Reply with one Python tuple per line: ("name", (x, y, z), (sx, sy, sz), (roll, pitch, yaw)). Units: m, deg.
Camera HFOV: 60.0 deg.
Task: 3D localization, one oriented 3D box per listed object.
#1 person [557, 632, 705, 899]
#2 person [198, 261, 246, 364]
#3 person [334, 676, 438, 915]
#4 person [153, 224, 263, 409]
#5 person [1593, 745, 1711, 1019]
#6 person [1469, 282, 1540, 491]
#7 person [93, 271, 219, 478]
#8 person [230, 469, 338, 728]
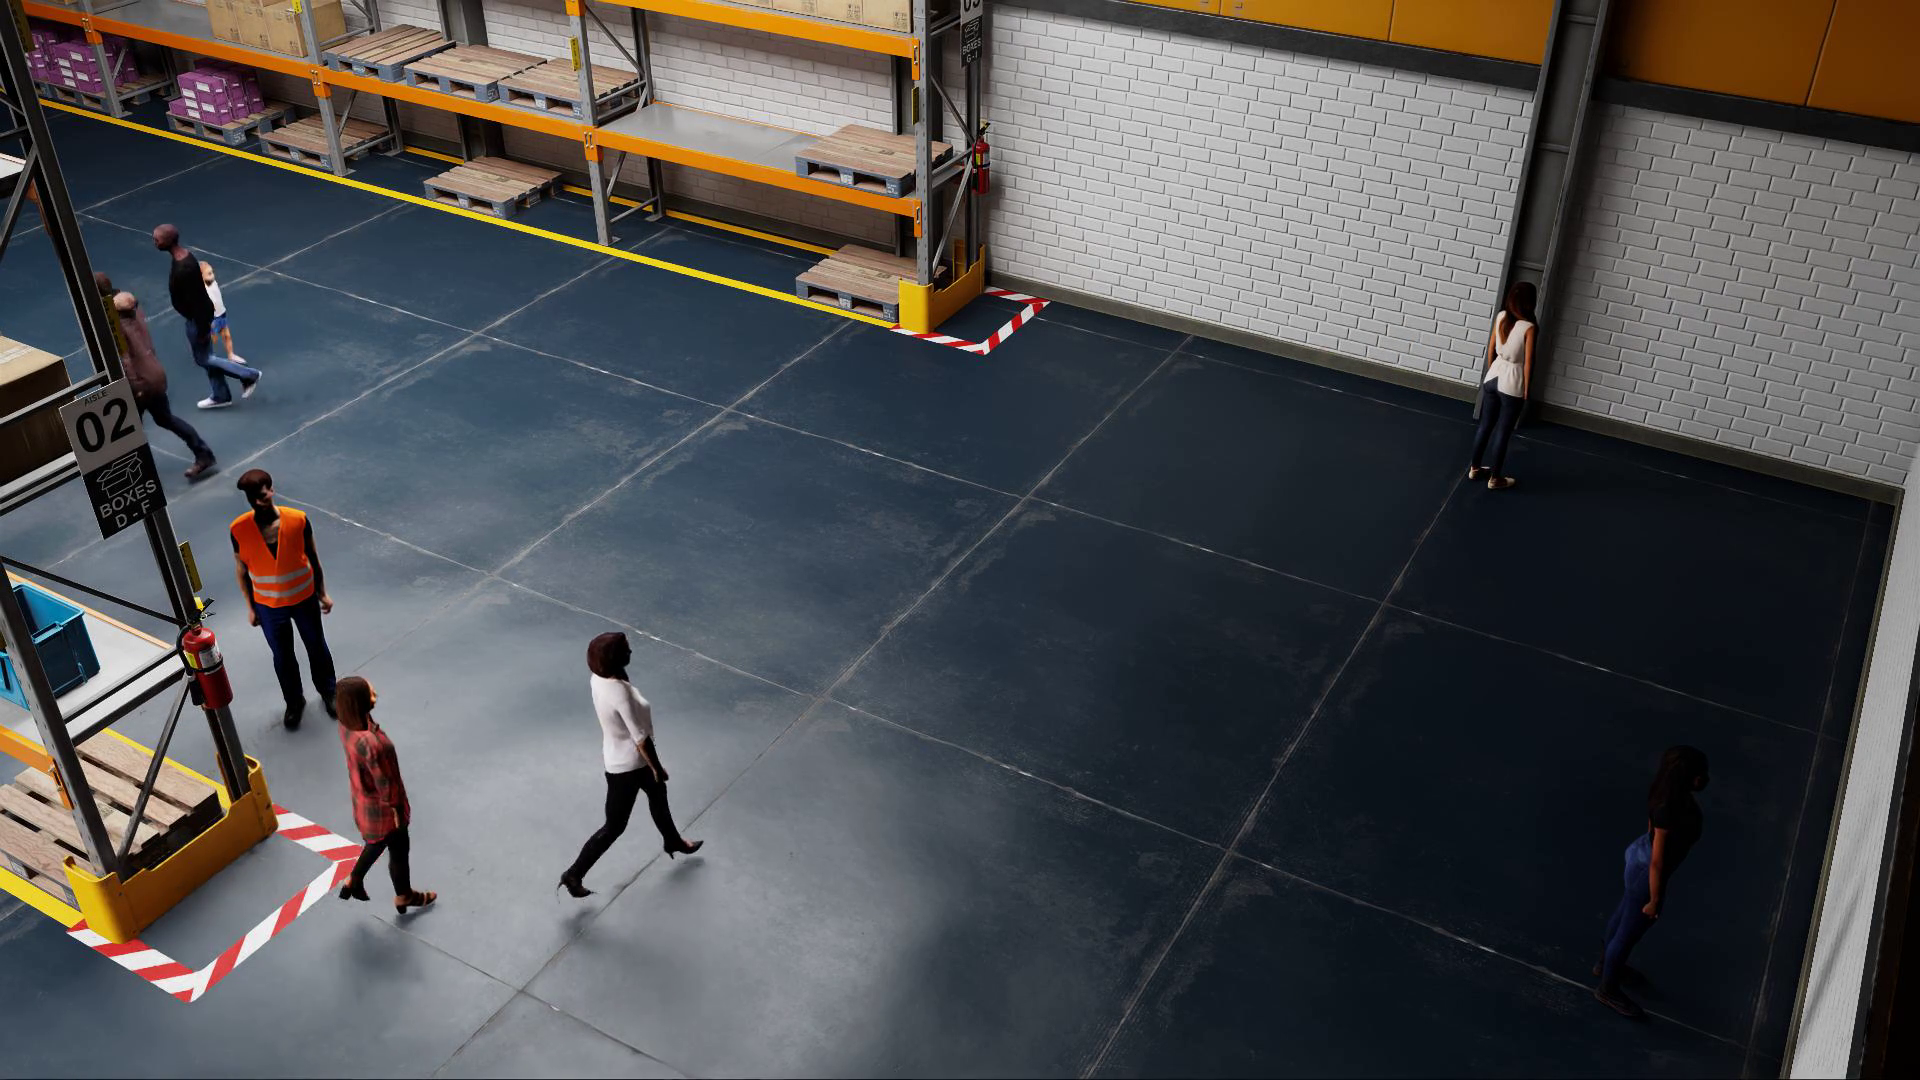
("person", (-1.986, 1.333, 9.466), (1.077, 1.755, 1.151), (-15, 37, -22))
("person", (-6.891, -2.082, 15.275), (0.689, 1.012, 0.498), (9, 35, 13))
("person", (-3.321, 1.487, 9.289), (0.840, 1.695, 0.801), (-20, 39, -28))
("person", (-6.500, -1.934, 14.401), (0.923, 1.733, 0.879), (-11, 35, -16))
("person", (3.645, 1.775, 8.815), (0.560, 1.740, 0.579), (13, 36, 18))
("person", (4.357, -1.237, 13.307), (0.735, 1.784, 0.621), (-18, 38, -25))
("person", (-6.513, -1.274, 13.357), (1.198, 1.789, 1.064), (-4, 34, -6))
("person", (-4.388, 0.353, 10.820), (0.794, 1.889, 0.836), (-12, 35, -17))
